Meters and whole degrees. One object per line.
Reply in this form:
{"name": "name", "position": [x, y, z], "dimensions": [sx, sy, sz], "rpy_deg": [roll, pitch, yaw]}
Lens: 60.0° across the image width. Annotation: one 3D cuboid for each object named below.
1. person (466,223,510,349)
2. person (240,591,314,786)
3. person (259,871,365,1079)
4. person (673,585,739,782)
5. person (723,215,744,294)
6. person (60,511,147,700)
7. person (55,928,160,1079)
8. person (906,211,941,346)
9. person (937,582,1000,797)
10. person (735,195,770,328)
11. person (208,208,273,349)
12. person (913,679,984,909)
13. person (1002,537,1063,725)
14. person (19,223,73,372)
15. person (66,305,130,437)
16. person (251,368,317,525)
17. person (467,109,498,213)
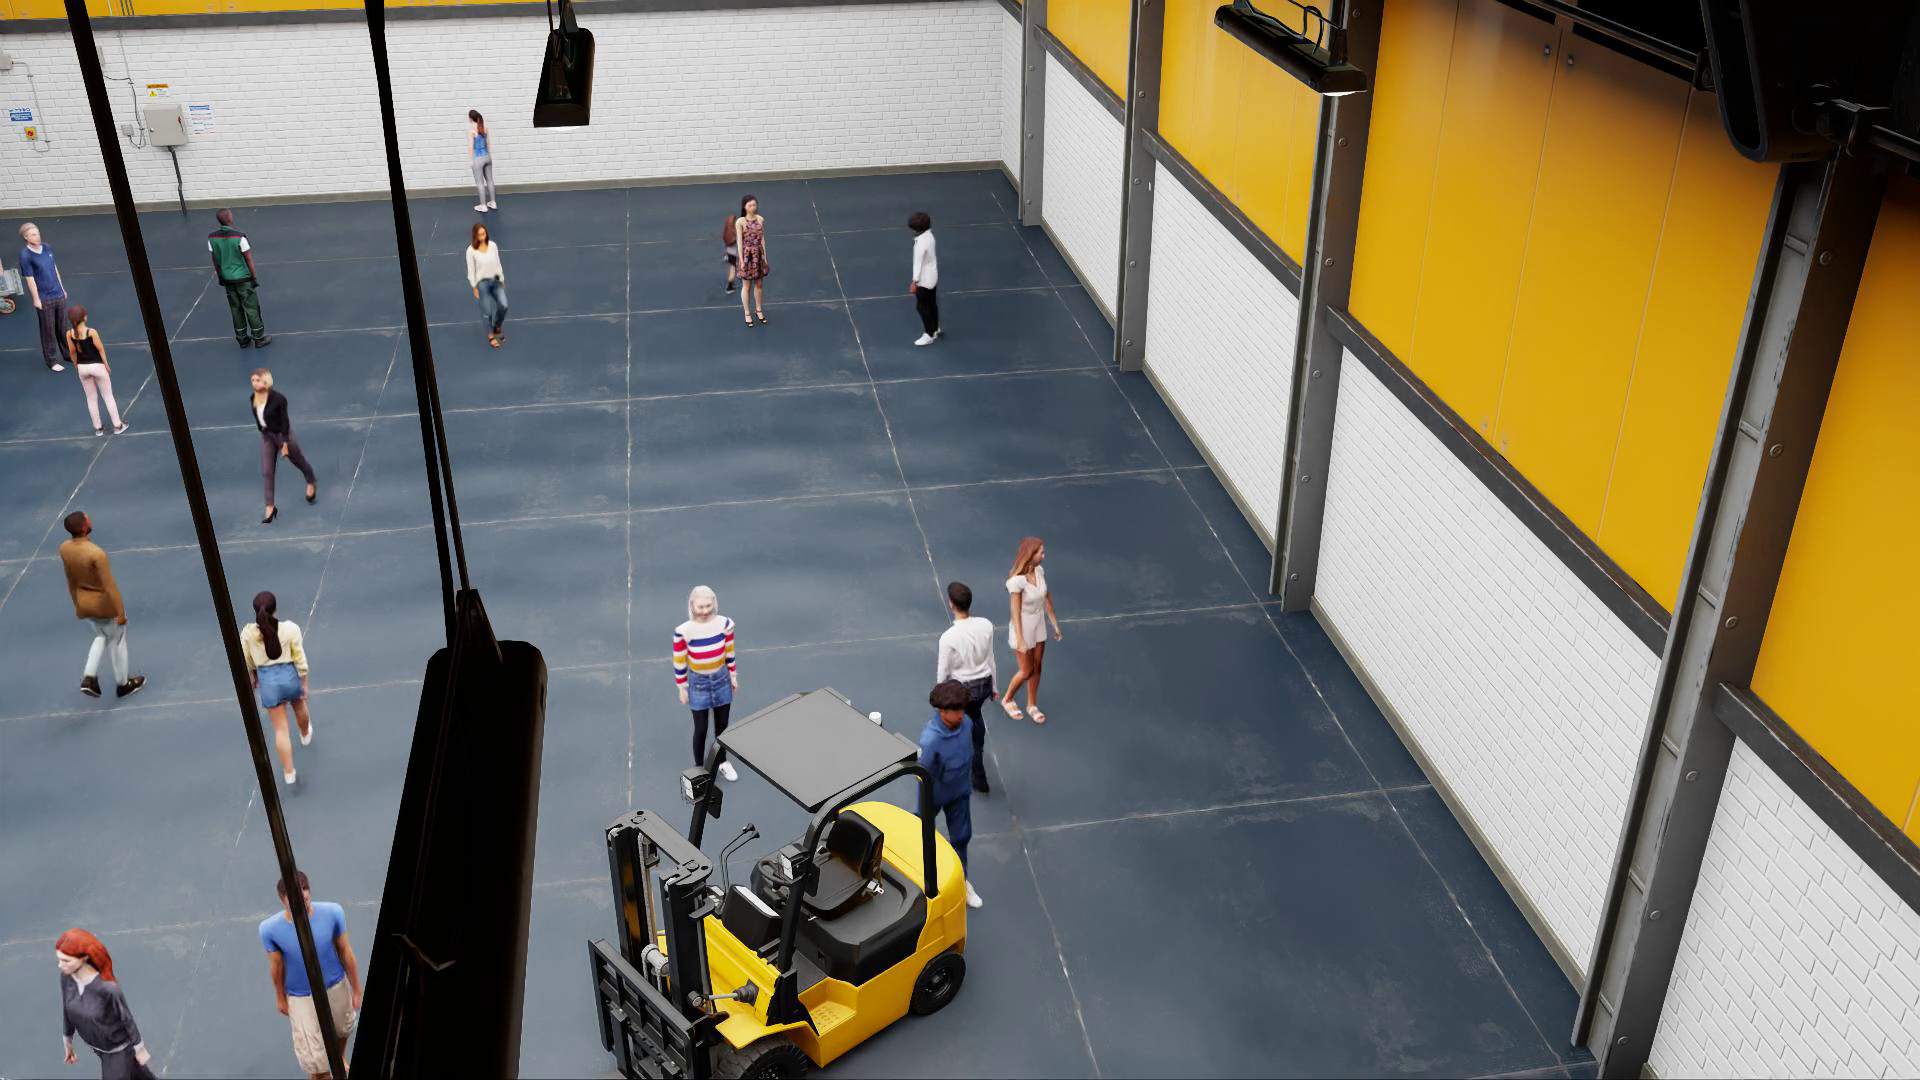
{"name": "person", "position": [-6.148, -3.320, 21.518], "dimensions": [0.750, 1.671, 0.761], "rpy_deg": [-22, 35, -34]}
{"name": "person", "position": [-5.456, 1.198, 13.317], "dimensions": [0.771, 1.592, 1.172], "rpy_deg": [-10, 30, -17]}
{"name": "person", "position": [-3.998, 2.720, 10.278], "dimensions": [0.886, 1.831, 1.142], "rpy_deg": [-16, 32, -27]}
{"name": "person", "position": [-1.993, 1.143, 13.193], "dimensions": [0.703, 1.809, 0.605], "rpy_deg": [-13, 31, -22]}
{"name": "person", "position": [-3.206, -4.010, 23.403], "dimensions": [0.766, 1.077, 0.821], "rpy_deg": [19, 34, 31]}
{"name": "person", "position": [-7.400, 0.607, 14.177], "dimensions": [0.843, 1.805, 0.950], "rpy_deg": [8, 30, 15]}
{"name": "person", "position": [-4.987, 2.973, 9.912], "dimensions": [1.006, 1.737, 1.145], "rpy_deg": [13, 31, 22]}
{"name": "person", "position": [-0.403, -3.445, 21.619], "dimensions": [0.937, 1.793, 0.741], "rpy_deg": [16, 32, 26]}
{"name": "person", "position": [0.113, 1.222, 13.000], "dimensions": [0.785, 1.853, 0.892], "rpy_deg": [-13, 31, -22]}
{"name": "person", "position": [-2.768, -3.724, 22.148], "dimensions": [0.784, 1.776, 0.817], "rpy_deg": [-20, 34, -32]}
{"name": "person", "position": [-9.314, -3.372, 21.437], "dimensions": [0.750, 1.839, 0.707], "rpy_deg": [3, 29, 5]}
{"name": "person", "position": [-0.179, 1.760, 12.099], "dimensions": [1.022, 1.771, 1.248], "rpy_deg": [-20, 34, -32]}
{"name": "person", "position": [0.545, 0.728, 14.092], "dimensions": [0.754, 1.676, 0.815], "rpy_deg": [-21, 35, -33]}
{"name": "person", "position": [-11.443, -3.070, 20.850], "dimensions": [0.798, 1.870, 0.658], "rpy_deg": [9, 30, 16]}
{"name": "person", "position": [-9.984, -1.958, 19.132], "dimensions": [0.533, 1.564, 0.490], "rpy_deg": [-4, 29, -8]}
{"name": "person", "position": [-7.043, -1.031, 17.383], "dimensions": [0.876, 1.612, 1.158], "rpy_deg": [6, 29, 11]}
{"name": "person", "position": [-7.676, -6.089, 26.659], "dimensions": [0.709, 1.608, 0.645], "rpy_deg": [17, 33, 29]}
